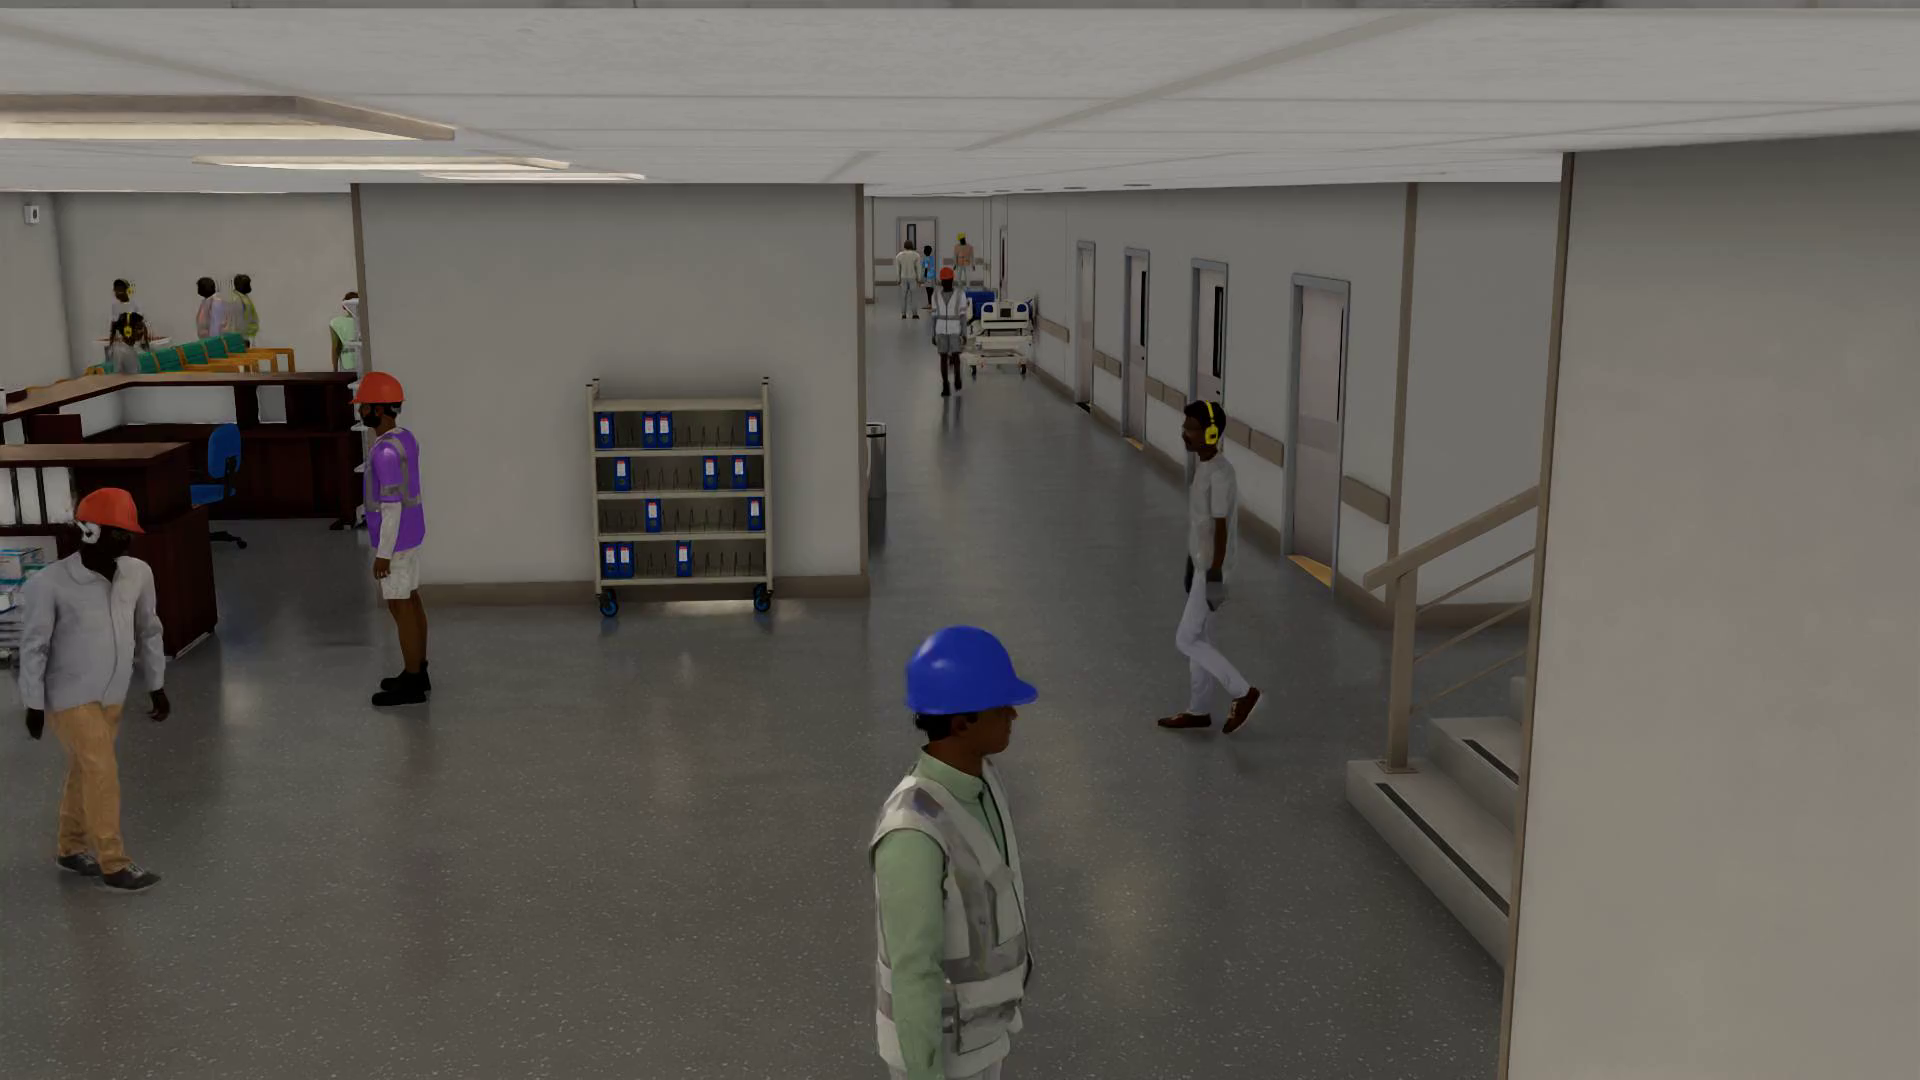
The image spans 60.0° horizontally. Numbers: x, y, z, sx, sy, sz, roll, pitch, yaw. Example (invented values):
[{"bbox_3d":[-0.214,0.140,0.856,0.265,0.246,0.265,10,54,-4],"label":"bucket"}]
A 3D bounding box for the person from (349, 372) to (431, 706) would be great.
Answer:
[{"bbox_3d":[-3.295,-0.006,9.638,0.361,1.940,0.543,-1,12,-6],"label":"person"}]

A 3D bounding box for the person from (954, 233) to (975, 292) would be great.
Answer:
[{"bbox_3d":[0.154,-8.496,51.228,0.679,1.894,0.512,2,12,9],"label":"person"}]

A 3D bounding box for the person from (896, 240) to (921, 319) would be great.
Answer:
[{"bbox_3d":[-1.260,-6.419,40.981,0.632,1.940,0.372,2,12,11],"label":"person"}]

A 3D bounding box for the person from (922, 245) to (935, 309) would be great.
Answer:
[{"bbox_3d":[-0.843,-7.062,44.712,0.322,1.696,0.536,5,12,22],"label":"person"}]

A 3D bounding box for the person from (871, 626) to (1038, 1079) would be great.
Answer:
[{"bbox_3d":[-0.009,1.155,3.955,0.395,1.951,0.619,3,12,14],"label":"person"}]

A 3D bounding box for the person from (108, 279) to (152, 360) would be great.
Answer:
[{"bbox_3d":[-11.430,-2.640,22.750,0.567,1.836,0.746,4,12,18],"label":"person"}]

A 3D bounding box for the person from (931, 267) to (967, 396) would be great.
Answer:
[{"bbox_3d":[-0.164,-3.116,24.861,0.564,1.926,0.491,2,12,12],"label":"person"}]

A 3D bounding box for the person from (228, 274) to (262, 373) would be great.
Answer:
[{"bbox_3d":[-10.655,-3.045,24.792,0.437,1.820,0.647,-3,12,-15],"label":"person"}]

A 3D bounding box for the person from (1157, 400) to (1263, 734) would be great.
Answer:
[{"bbox_3d":[1.352,0.159,9.047,0.461,1.856,0.551,0,12,2],"label":"person"}]

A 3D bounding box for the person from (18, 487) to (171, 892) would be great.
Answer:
[{"bbox_3d":[-3.642,0.633,7.070,0.725,1.707,0.586,4,12,19],"label":"person"}]
